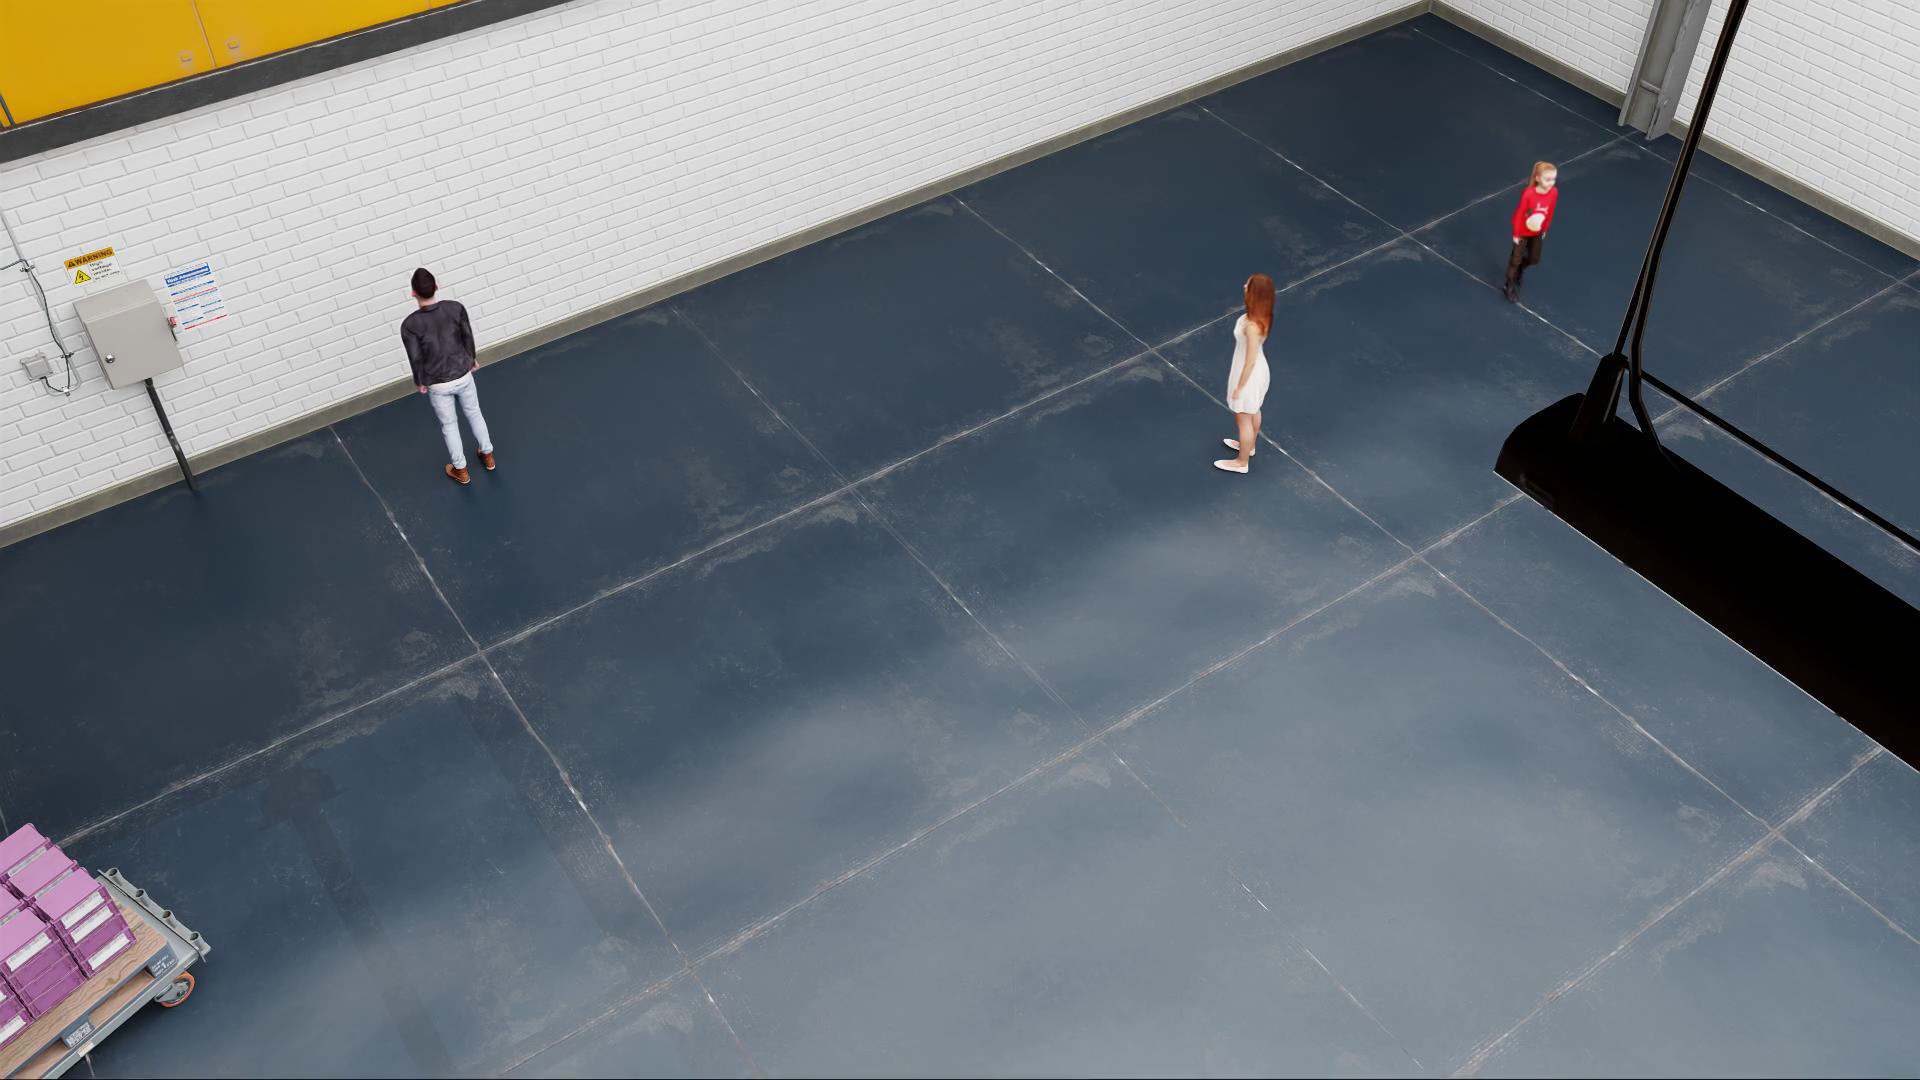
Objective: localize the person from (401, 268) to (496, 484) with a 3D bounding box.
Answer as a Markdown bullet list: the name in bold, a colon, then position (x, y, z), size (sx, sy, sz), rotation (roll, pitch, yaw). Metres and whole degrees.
- **person**: position (-3.721, -1.194, 12.100), size (0.670, 1.836, 0.571), rotation (-30, 51, -28)

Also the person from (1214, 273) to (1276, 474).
- **person**: position (2.128, -1.228, 12.227), size (0.672, 1.710, 0.646), rotation (16, 46, 16)

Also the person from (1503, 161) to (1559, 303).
- **person**: position (4.766, -2.637, 14.023), size (0.608, 1.273, 0.687), rotation (-8, 44, -8)
